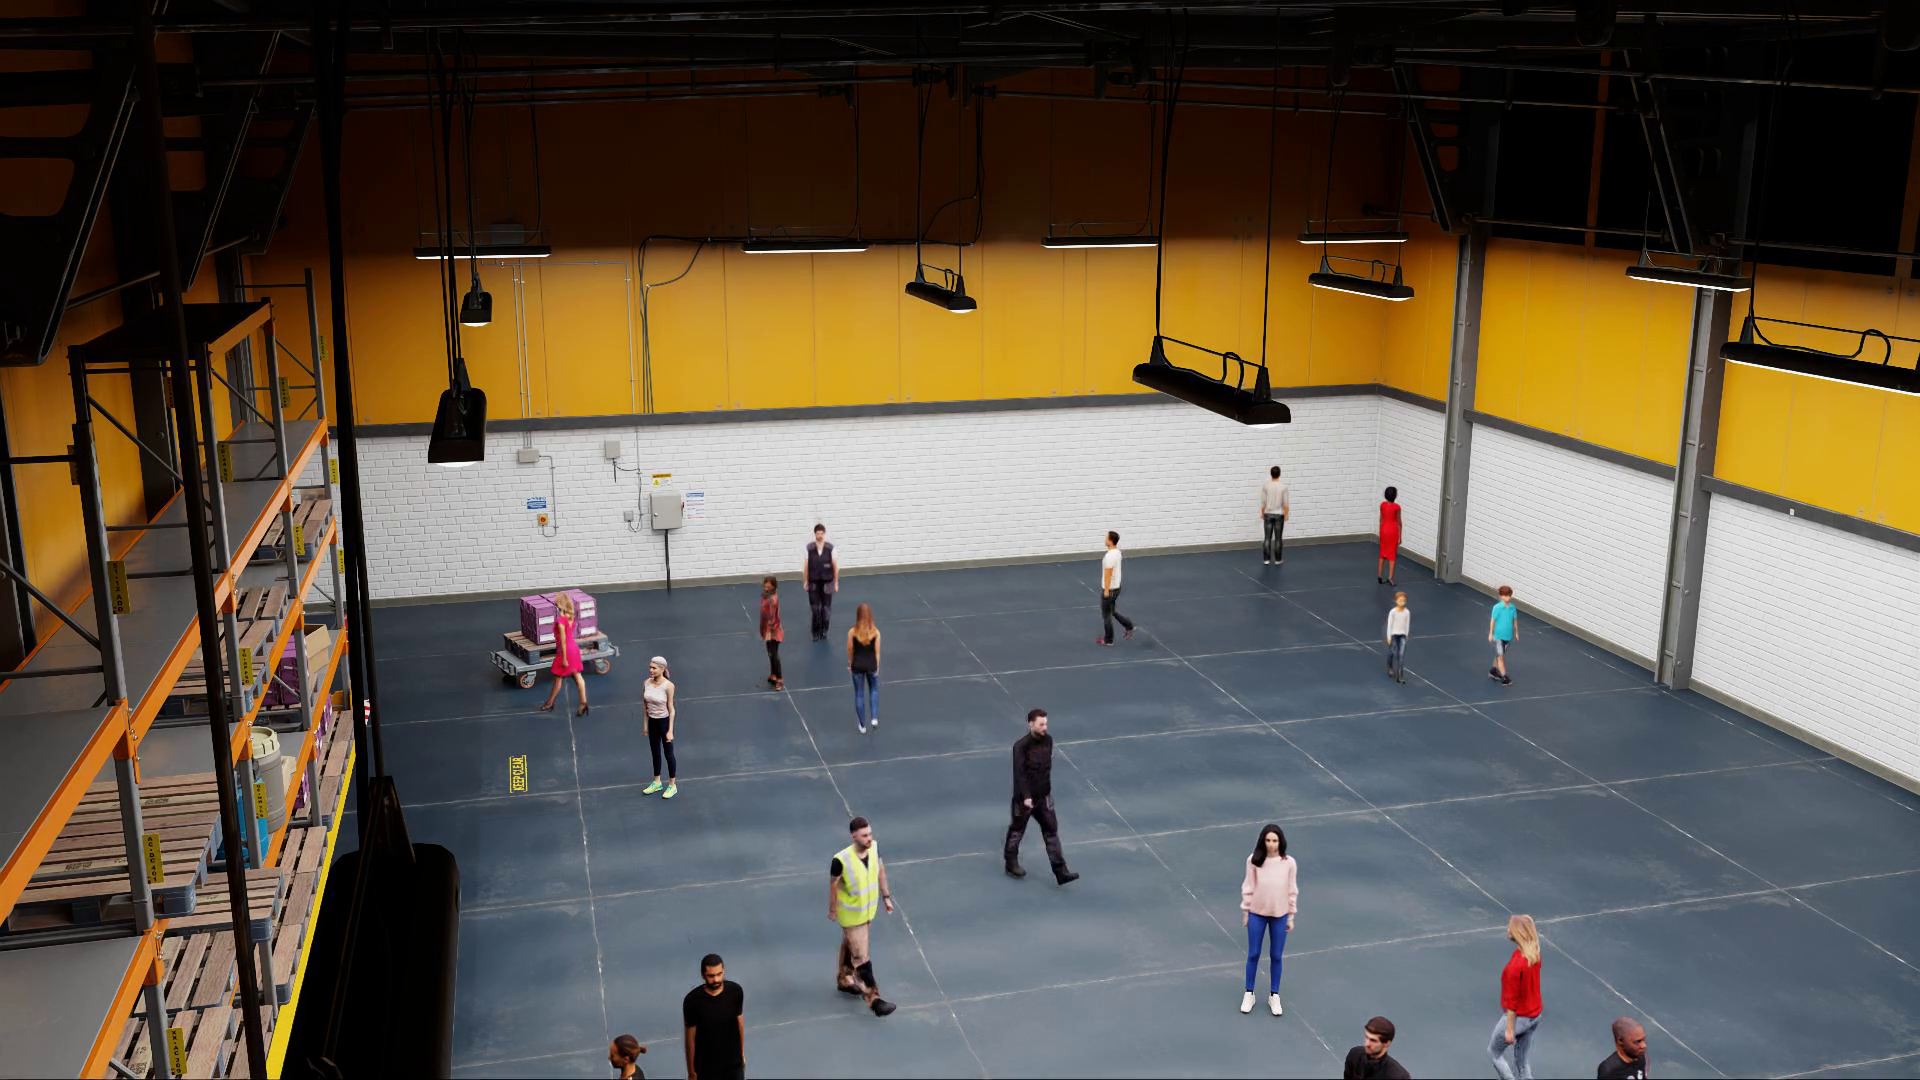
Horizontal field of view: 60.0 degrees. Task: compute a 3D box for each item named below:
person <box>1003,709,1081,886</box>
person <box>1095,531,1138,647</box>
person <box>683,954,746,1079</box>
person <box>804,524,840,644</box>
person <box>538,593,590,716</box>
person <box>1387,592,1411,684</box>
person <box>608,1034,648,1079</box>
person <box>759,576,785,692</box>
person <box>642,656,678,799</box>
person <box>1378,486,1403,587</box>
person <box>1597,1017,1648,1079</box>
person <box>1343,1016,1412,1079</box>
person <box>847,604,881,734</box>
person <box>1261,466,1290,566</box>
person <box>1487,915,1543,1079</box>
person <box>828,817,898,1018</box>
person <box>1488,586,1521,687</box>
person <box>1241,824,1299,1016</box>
[{"bbox_3d":[0.689,2.662,17.342,0.960,1.857,1.257,-9,17,-34],"label":"person"},{"bbox_3d":[2.397,0.748,25.389,0.944,1.790,0.926,4,14,16],"label":"person"},{"bbox_3d":[-1.860,3.888,12.529,0.733,1.740,0.900,-6,15,-25],"label":"person"},{"bbox_3d":[-2.157,0.634,25.775,0.766,1.831,0.940,-2,14,-6],"label":"person"},{"bbox_3d":[-5.172,1.547,22.279,0.915,1.701,0.972,3,14,12],"label":"person"},{"bbox_3d":[6.251,1.381,23.852,0.622,1.282,0.980,-1,14,-3],"label":"person"},{"bbox_3d":[-2.240,4.175,11.493,0.646,1.668,0.467,-3,14,-12],"label":"person"},{"bbox_3d":[-2.668,1.268,23.489,0.791,1.673,0.519,-2,14,-7],"label":"person"},{"bbox_3d":[-3.531,2.185,19.641,0.673,1.703,0.728,7,15,28],"label":"person"},{"bbox_3d":[7.447,-0.072,28.875,0.713,1.743,0.596,-12,18,-42],"label":"person"},{"bbox_3d":[4.513,4.113,11.459,0.753,1.805,0.760,-12,18,-41],"label":"person"},{"bbox_3d":[2.857,4.104,11.431,0.837,1.836,0.643,-9,16,-34],"label":"person"},{"bbox_3d":[-1.244,1.695,21.663,0.626,1.704,0.748,-2,14,-7],"label":"person"},{"bbox_3d":[5.727,-0.456,30.317,0.736,1.811,0.740,5,14,18],"label":"person"},{"bbox_3d":[4.465,3.790,13.042,0.739,1.689,0.735,13,19,43],"label":"person"},{"bbox_3d":[-0.971,3.298,14.844,1.230,1.798,1.096,11,17,37],"label":"person"},{"bbox_3d":[7.712,1.343,23.735,0.531,1.412,0.902,-4,14,-15],"label":"person"},{"bbox_3d":[2.734,3.337,14.741,0.723,1.769,0.708,3,14,12],"label":"person"}]
